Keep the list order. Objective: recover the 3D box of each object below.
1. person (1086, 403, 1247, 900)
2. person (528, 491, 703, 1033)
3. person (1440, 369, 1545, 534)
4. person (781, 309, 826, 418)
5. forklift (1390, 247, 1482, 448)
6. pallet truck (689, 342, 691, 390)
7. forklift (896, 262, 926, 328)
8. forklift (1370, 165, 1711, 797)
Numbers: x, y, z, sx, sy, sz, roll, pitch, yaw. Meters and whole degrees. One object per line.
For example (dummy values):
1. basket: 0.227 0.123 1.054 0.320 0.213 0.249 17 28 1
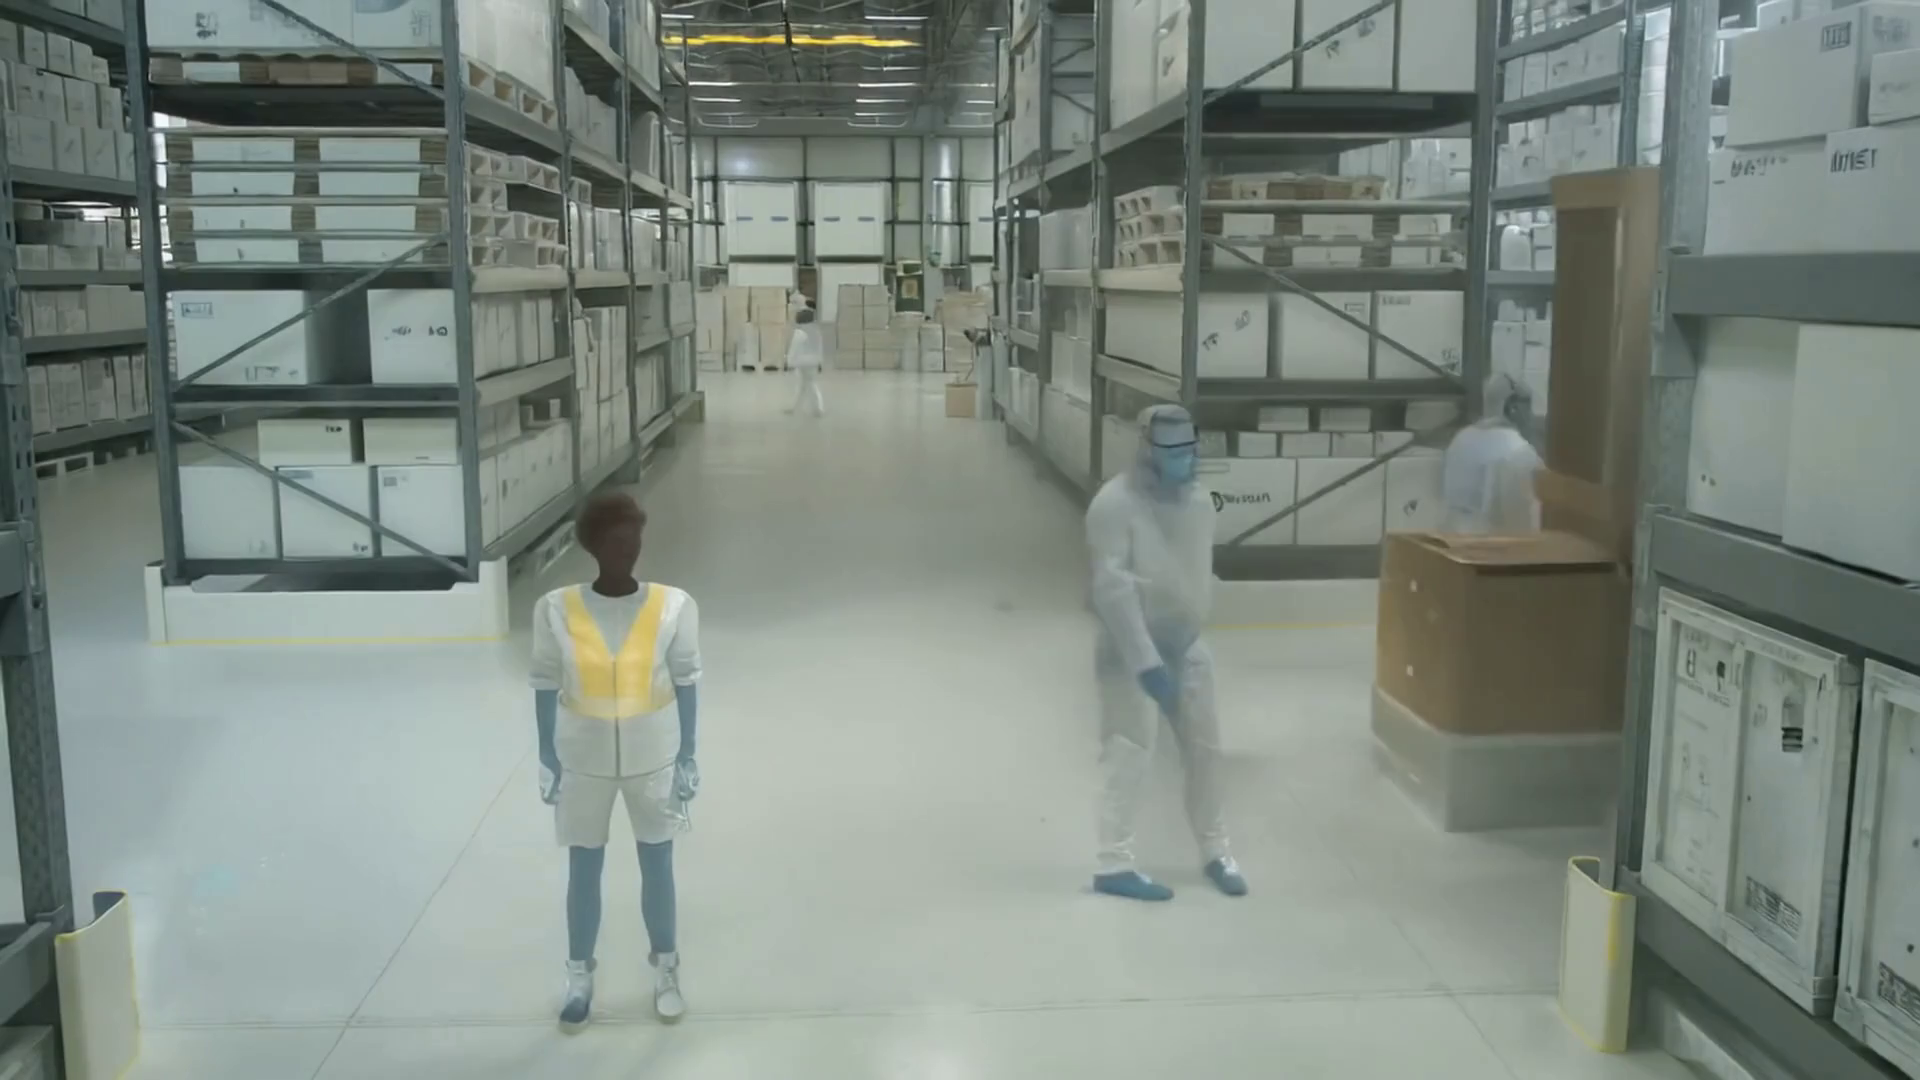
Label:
1. person: 0.789 0.426 6.274 0.649 1.886 0.478 -7 11 -37
2. person: -1.068 0.688 5.208 0.535 1.700 0.318 -2 9 -11
3. person: 2.757 0.097 8.341 0.819 1.885 0.670 -2 9 -12
4. person: -2.593 -2.911 27.524 0.985 1.785 0.626 4 10 25
5. forklift: 5.947 -2.619 22.272 1.873 2.768 1.129 -1 9 -4
6. pallet truck: -5.225 -3.008 27.480 1.885 1.965 0.823 2 9 14
7. forklift: -1.780 -8.547 59.499 1.129 2.768 1.873 -1 9 -4
8. forklift: 3.028 -0.311 7.785 1.873 2.768 1.129 -1 9 -5
